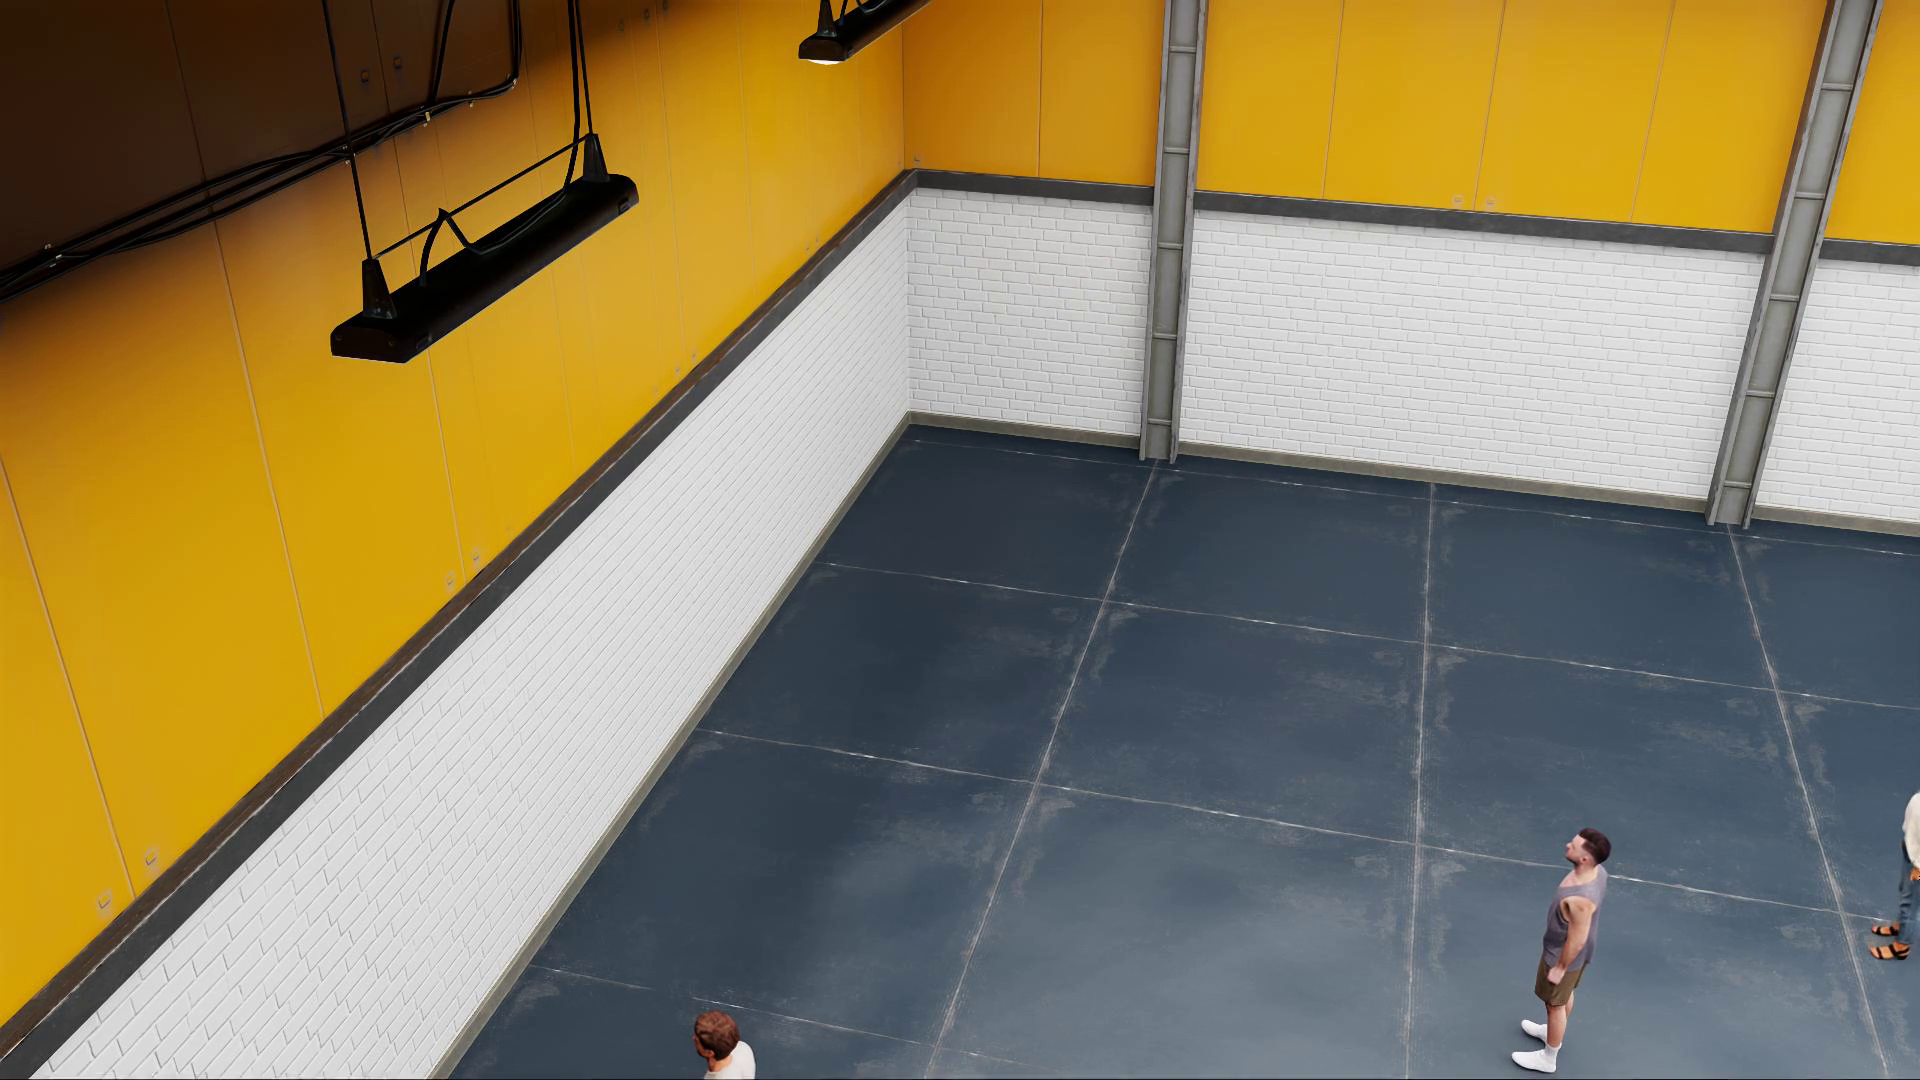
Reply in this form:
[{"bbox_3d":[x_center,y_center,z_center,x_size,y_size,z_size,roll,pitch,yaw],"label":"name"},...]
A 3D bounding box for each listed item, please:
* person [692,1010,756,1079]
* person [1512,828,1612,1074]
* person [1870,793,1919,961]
[{"bbox_3d":[-1.241,3.305,9.019,0.585,1.902,0.687,4,29,8],"label":"person"},{"bbox_3d":[3.808,2.554,10.427,0.663,1.846,0.686,15,32,26],"label":"person"},{"bbox_3d":[6.593,2.151,11.368,0.587,1.679,0.650,12,31,21],"label":"person"}]
